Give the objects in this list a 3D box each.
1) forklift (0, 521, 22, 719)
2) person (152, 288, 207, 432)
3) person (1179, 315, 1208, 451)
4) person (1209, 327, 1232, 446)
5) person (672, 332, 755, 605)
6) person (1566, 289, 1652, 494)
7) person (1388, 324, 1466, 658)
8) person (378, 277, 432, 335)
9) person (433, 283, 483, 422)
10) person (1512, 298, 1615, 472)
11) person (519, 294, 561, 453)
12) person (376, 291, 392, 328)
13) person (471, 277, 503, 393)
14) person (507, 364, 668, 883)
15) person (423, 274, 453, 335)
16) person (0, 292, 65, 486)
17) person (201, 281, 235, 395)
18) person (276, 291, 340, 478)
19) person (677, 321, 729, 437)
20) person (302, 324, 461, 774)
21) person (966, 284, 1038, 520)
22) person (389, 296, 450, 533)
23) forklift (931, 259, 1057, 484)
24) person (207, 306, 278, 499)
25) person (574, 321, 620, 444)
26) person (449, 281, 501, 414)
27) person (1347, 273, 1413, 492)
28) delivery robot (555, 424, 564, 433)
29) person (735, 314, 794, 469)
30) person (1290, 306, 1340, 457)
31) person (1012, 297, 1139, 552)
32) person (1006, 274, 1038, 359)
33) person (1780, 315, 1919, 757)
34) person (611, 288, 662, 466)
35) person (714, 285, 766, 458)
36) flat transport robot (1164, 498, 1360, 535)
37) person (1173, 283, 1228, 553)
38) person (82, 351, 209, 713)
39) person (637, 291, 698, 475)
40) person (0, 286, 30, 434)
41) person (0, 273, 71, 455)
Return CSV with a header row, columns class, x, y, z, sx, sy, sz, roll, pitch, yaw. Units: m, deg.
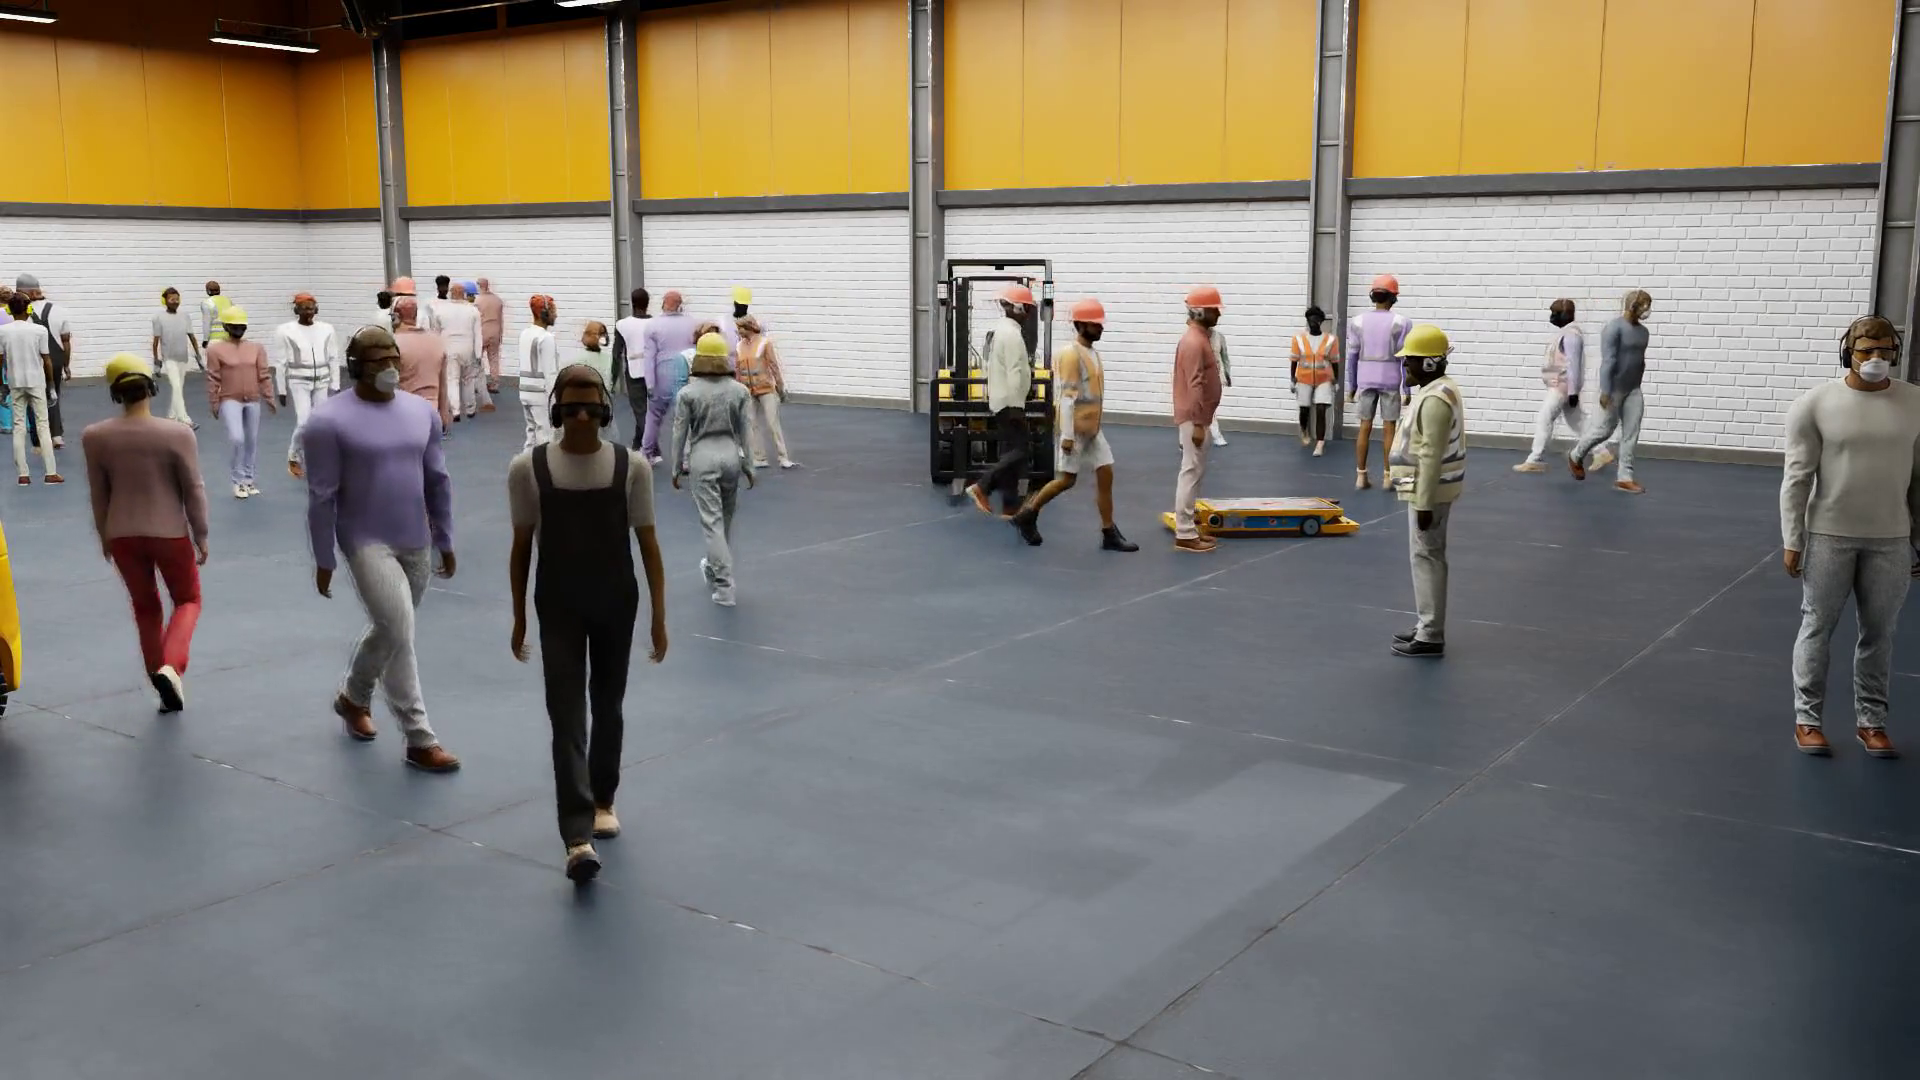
class,x,y,z,sx,sy,sz,roll,pitch,yaw
forklift,-5.296,-0.090,6.943,1.214,2.155,2.313,7,12,35
person,-9.718,-2.222,20.753,0.946,1.828,0.516,6,11,33
person,2.685,-1.826,18.952,0.268,1.631,0.507,6,11,32
person,2.915,-1.929,19.688,0.558,1.595,0.845,-6,11,-31
person,-1.608,-0.475,10.677,0.508,1.693,0.873,-5,11,-27
person,6.174,-1.419,15.724,0.650,1.909,0.853,-5,11,-29
person,2.549,-0.267,9.114,0.403,1.823,0.597,3,10,18
person,-6.197,-1.945,18.648,1.068,1.992,0.601,7,12,35
person,-6.803,-2.539,22.561,0.653,1.860,0.983,-2,10,-13
person,6.222,-1.568,16.953,0.957,1.801,0.633,3,10,17
person,-3.658,-1.204,14.536,0.357,1.877,0.588,-7,12,-36
person,-8.785,-2.971,25.576,0.317,1.697,0.540,1,10,8
person,-7.743,-3.329,27.135,0.457,1.891,0.658,8,13,40
person,-1.317,0.281,5.920,0.535,1.790,0.977,-3,10,-18
person,-7.952,-3.101,25.589,0.623,1.954,0.521,-7,12,-37
person,-8.997,-1.451,16.038,0.520,1.865,0.333,-2,10,-13
person,-12.033,-3.271,26.953,0.430,1.839,0.619,4,10,22
person,-6.373,-1.495,16.291,0.462,1.868,0.571,9,13,44
person,-2.260,-1.142,14.894,0.532,1.618,0.516,-9,13,-44
person,-2.524,0.012,7.226,0.976,1.901,0.639,7,12,37
person,0.387,-1.127,13.784,0.549,1.970,0.635,-1,10,-5
person,-4.255,-0.921,12.796,0.439,1.894,0.652,4,10,21
forklift,0.370,-1.738,16.759,1.214,2.155,2.313,1,10,3
person,-6.547,-1.252,15.208,0.622,1.747,0.535,9,13,43
person,-3.343,-1.239,15.554,0.835,1.589,0.517,6,11,33
person,-7.043,-2.708,23.527,0.616,1.905,1.004,6,12,34
person,3.965,-1.478,15.667,0.614,2.038,0.395,6,11,31
delivery robot,-4.816,-1.499,19.926,0.477,0.478,0.707,-3,10,-15
person,-2.038,-1.525,17.222,0.656,1.610,0.385,6,11,30
person,3.960,-1.781,18.563,0.557,1.671,0.611,3,10,16
person,0.870,-0.862,12.428,0.937,1.905,0.555,6,11,31
person,0.778,-2.495,21.880,0.435,1.982,0.642,6,11,32
person,3.908,-0.009,7.263,0.630,1.934,0.366,2,10,11
person,-3.384,-1.724,17.662,0.610,1.876,0.990,-7,12,-37
person,-2.457,-1.860,18.384,0.639,1.891,0.581,-2,10,-12
flat transport robot,2.400,-0.197,13.294,1.431,0.197,0.652,-1,10,-5
person,1.783,-0.908,12.409,0.395,1.992,0.622,1,10,8
person,-3.826,-0.011,7.822,0.532,1.743,0.477,-1,10,-7
person,-2.973,-1.611,17.030,0.644,1.843,0.996,-5,11,-27
person,-11.861,-2.240,20.782,0.570,1.844,0.377,-8,12,-39
person,-10.354,-1.971,18.601,0.561,2.000,0.703,8,12,40
